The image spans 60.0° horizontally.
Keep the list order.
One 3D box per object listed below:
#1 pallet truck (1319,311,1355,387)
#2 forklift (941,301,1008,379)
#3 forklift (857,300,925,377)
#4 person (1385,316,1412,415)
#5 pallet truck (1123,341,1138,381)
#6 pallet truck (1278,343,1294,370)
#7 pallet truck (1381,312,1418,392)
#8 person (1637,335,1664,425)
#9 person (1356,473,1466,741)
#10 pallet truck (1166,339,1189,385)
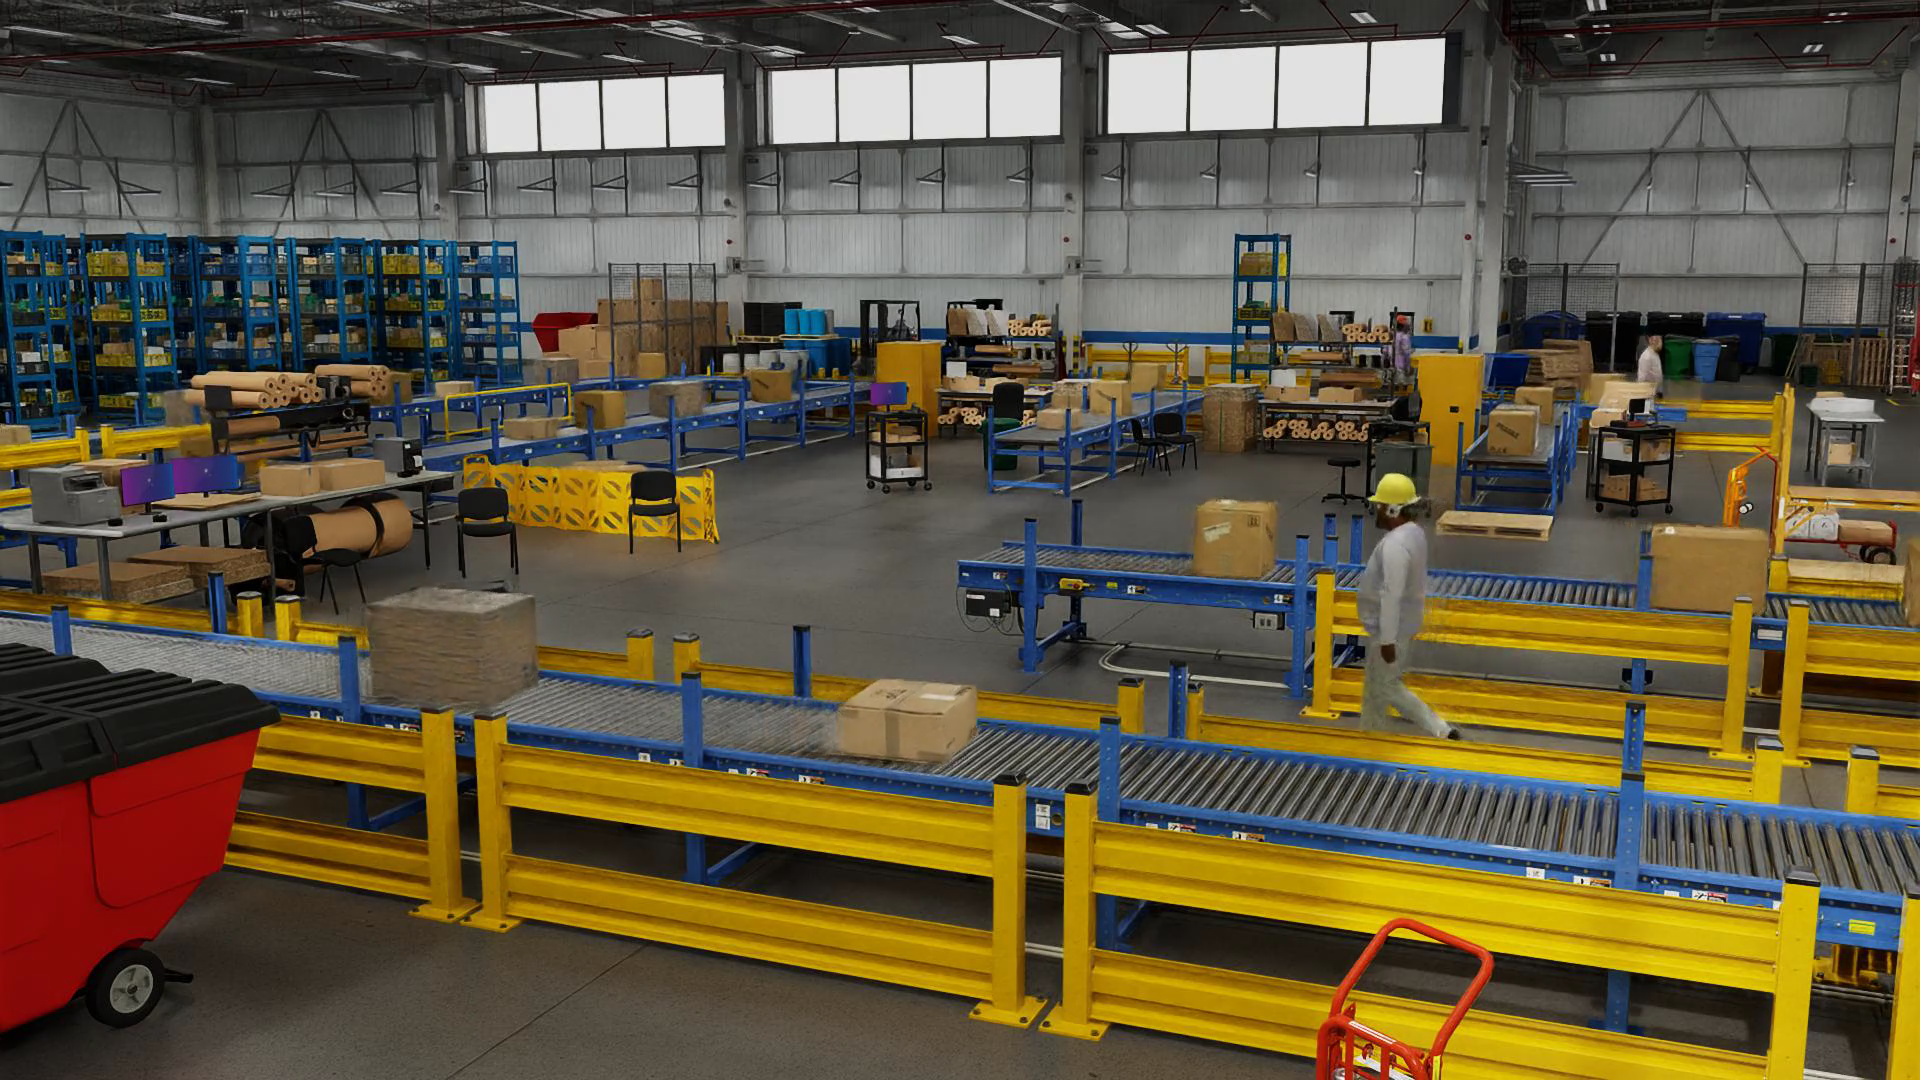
[{"bbox_3d":[9.071,-4.419,39.190,0.823,1.965,1.885,5,10,26],"label":"pallet truck"},{"bbox_3d":[0.365,-4.966,41.571,1.157,1.987,2.680,3,10,20],"label":"forklift"},{"bbox_3d":[-1.732,-5.109,42.468,1.157,1.987,2.680,4,10,22],"label":"forklift"},{"bbox_3d":[8.934,-3.533,33.842,0.471,2.018,0.648,-6,11,-31],"label":"person"},{"bbox_3d":[4.445,-4.380,41.279,0.680,1.201,1.601,4,10,22],"label":"pallet truck"},{"bbox_3d":[7.886,-4.163,39.743,0.653,1.274,1.630,4,10,22],"label":"pallet truck"},{"bbox_3d":[10.207,-4.283,38.369,0.823,1.965,1.885,3,10,20],"label":"pallet truck"},{"bbox_3d":[11.777,-2.540,28.231,0.979,1.852,0.669,6,11,33],"label":"person"},{"bbox_3d":[2.658,0.500,9.956,0.746,1.811,0.599,4,10,25],"label":"person"},{"bbox_3d":[5.418,-4.269,40.420,0.704,1.261,1.522,3,10,20],"label":"pallet truck"}]
